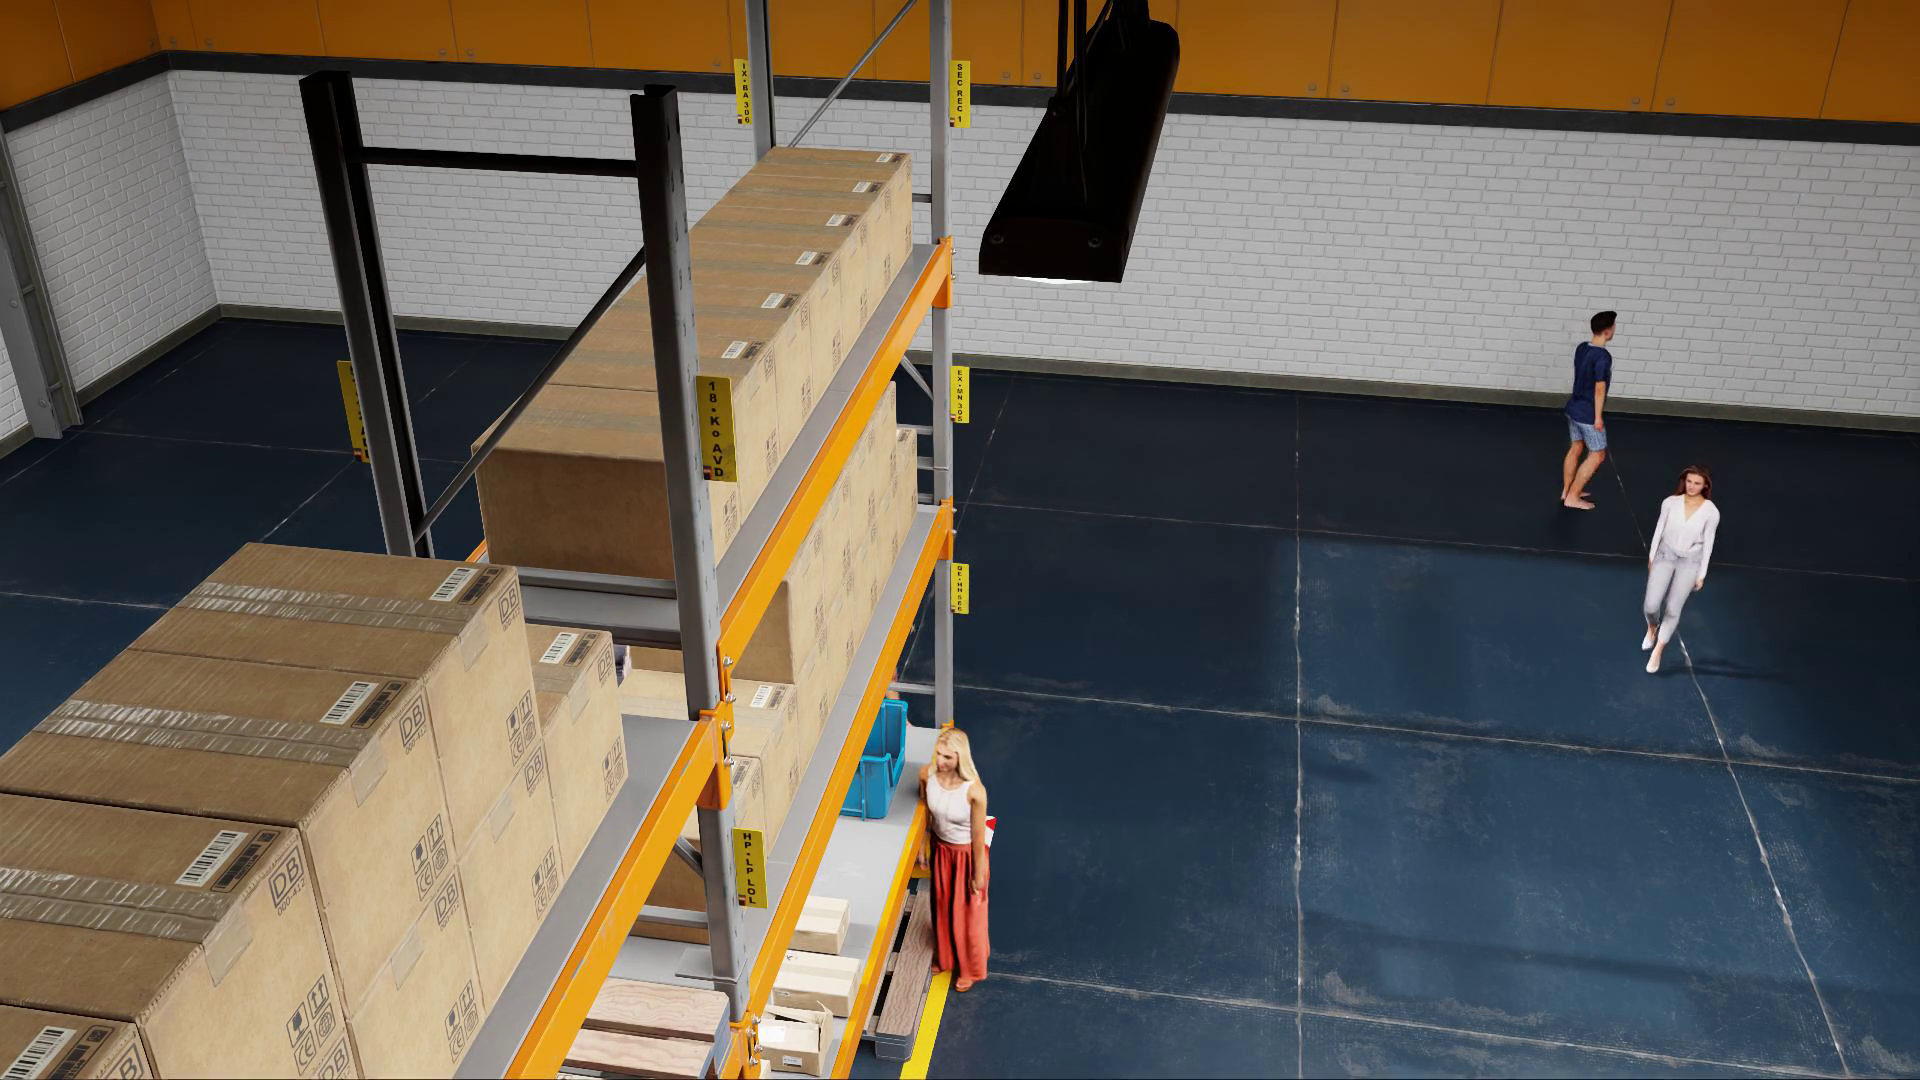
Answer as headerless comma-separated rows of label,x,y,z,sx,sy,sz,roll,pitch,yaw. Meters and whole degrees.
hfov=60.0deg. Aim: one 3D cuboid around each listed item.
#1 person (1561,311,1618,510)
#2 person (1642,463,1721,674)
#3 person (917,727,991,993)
person,5.554,-1.149,14.857,0.818,1.841,0.696,-4,29,-8
person,5.411,0.186,12.495,0.692,1.759,0.764,17,33,28
person,-0.013,1.805,9.487,0.720,1.799,0.749,19,34,30
